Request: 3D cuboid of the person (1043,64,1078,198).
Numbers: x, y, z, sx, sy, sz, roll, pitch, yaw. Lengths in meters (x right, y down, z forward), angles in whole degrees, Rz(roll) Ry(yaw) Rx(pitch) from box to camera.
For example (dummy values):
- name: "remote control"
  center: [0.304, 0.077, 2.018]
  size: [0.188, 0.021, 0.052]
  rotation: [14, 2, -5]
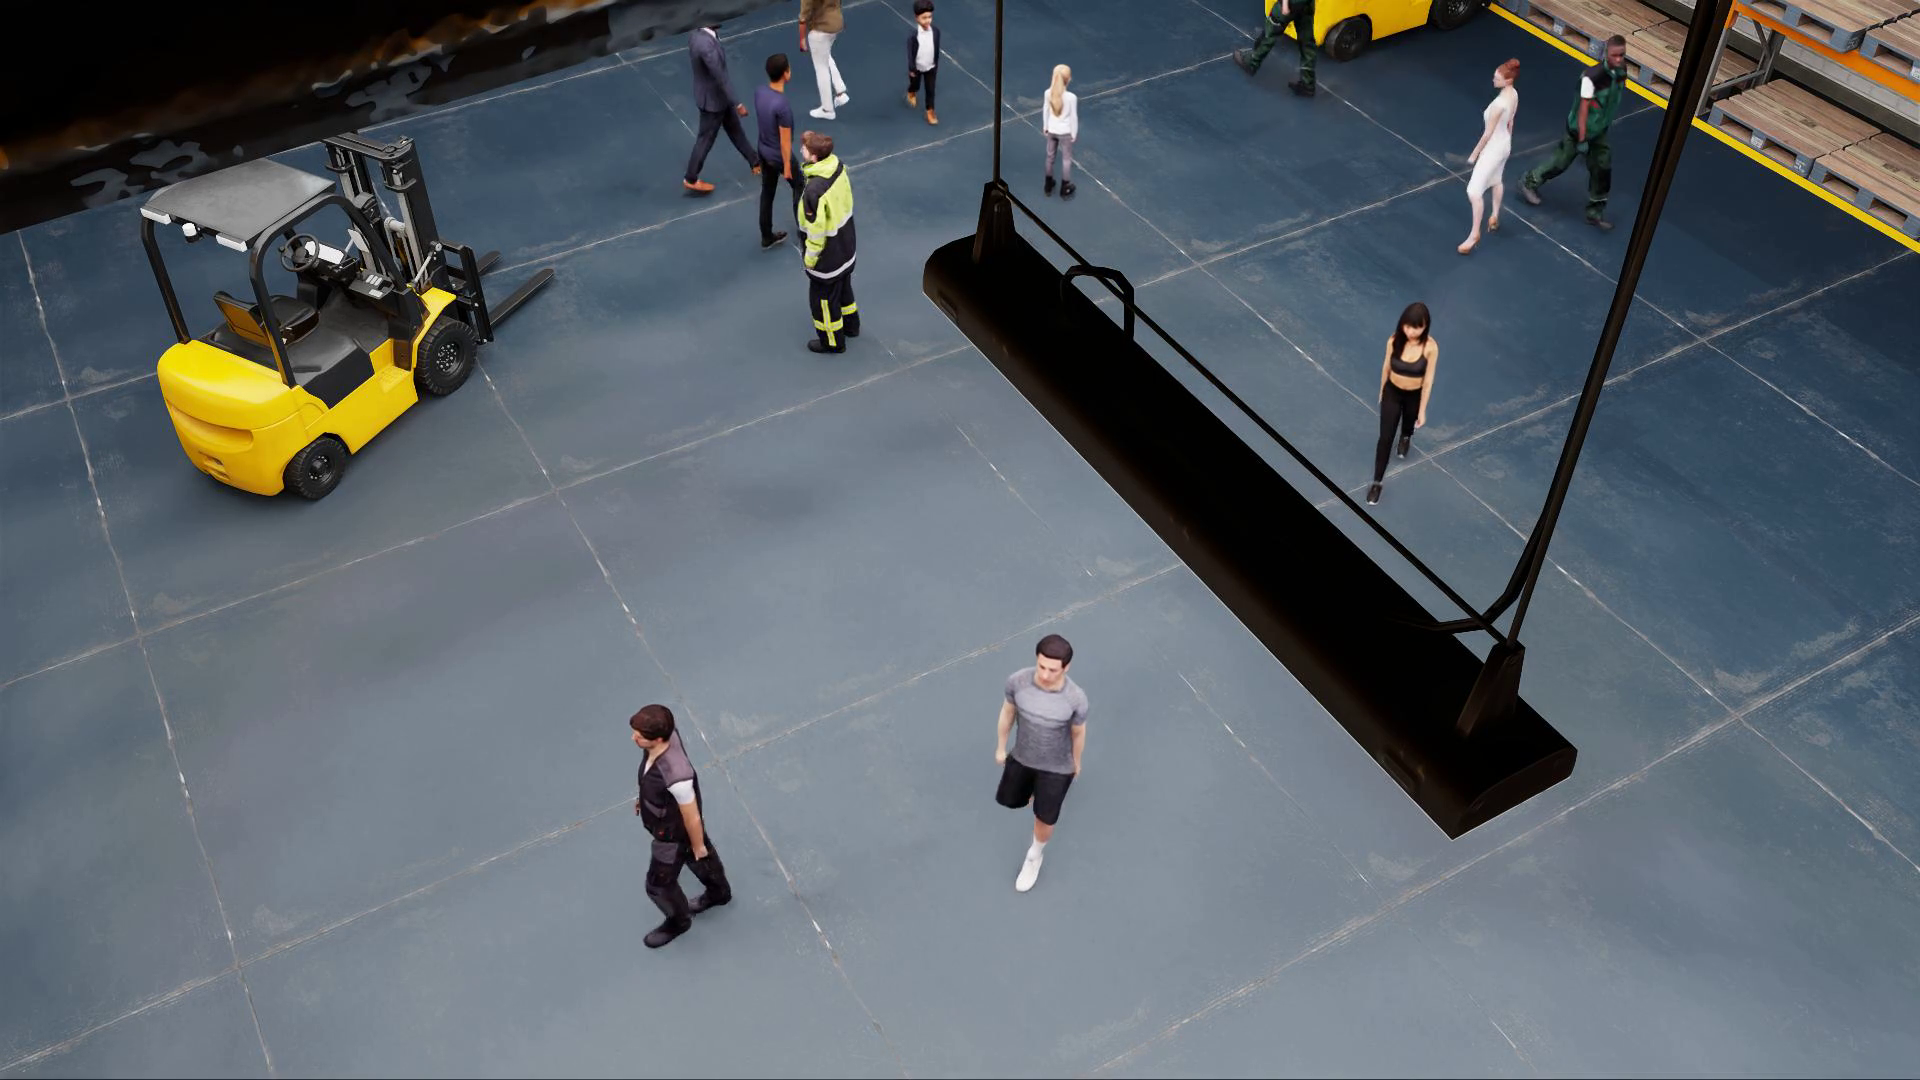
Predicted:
- name: "person"
  center: [0.908, -3.711, 15.104]
  size: [0.578, 1.278, 0.649]
  rotation: [21, 48, 21]

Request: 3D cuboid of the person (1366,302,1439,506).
- name: "person"
  center: [3.262, -1.078, 12.098]
  size: [1.035, 1.613, 1.031]
  rotation: [14, 45, 14]

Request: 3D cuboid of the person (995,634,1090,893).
- name: "person"
  center: [0.502, 1.175, 9.556]
  size: [1.066, 1.856, 1.056]
  rotation: [18, 46, 18]

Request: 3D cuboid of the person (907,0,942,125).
- name: "person"
  center: [-0.380, -4.680, 16.167]
  size: [0.582, 1.214, 0.810]
  rotation: [-14, 45, -15]

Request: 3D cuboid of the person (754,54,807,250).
- name: "person"
  center: [-1.649, -3.280, 14.304]
  size: [0.815, 1.757, 0.829]
  rotation: [-33, 53, -30]

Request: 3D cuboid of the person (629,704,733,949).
- name: "person"
  center: [-1.482, 1.517, 9.216]
  size: [0.778, 1.830, 0.774]
  rotation: [-13, 45, -14]

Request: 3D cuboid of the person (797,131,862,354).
- name: "person"
  center: [-1.052, -2.378, 13.203]
  size: [0.916, 1.969, 0.878]
  rotation: [17, 46, 17]

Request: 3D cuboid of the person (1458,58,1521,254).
- name: "person"
  center: [4.646, -3.325, 14.338]
  size: [0.833, 1.775, 0.736]
  rotation: [-33, 53, -30]

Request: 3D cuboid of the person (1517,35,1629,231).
- name: "person"
  center: [5.443, -3.635, 14.652]
  size: [0.736, 1.792, 1.201]
  rotation: [-26, 50, -25]

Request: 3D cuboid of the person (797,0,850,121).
- name: "person"
  center: [-1.242, -4.908, 15.971]
  size: [0.886, 1.815, 0.915]
  rotation: [21, 47, 20]

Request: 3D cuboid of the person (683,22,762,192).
- name: "person"
  center: [-2.301, -3.929, 14.972]
  size: [1.004, 1.776, 1.213]
  rotation: [-9, 44, -9]

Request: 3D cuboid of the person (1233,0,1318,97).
- name: "person"
  center: [3.382, -5.254, 16.316]
  size: [0.901, 1.841, 1.278]
  rotation: [-34, 53, -31]
